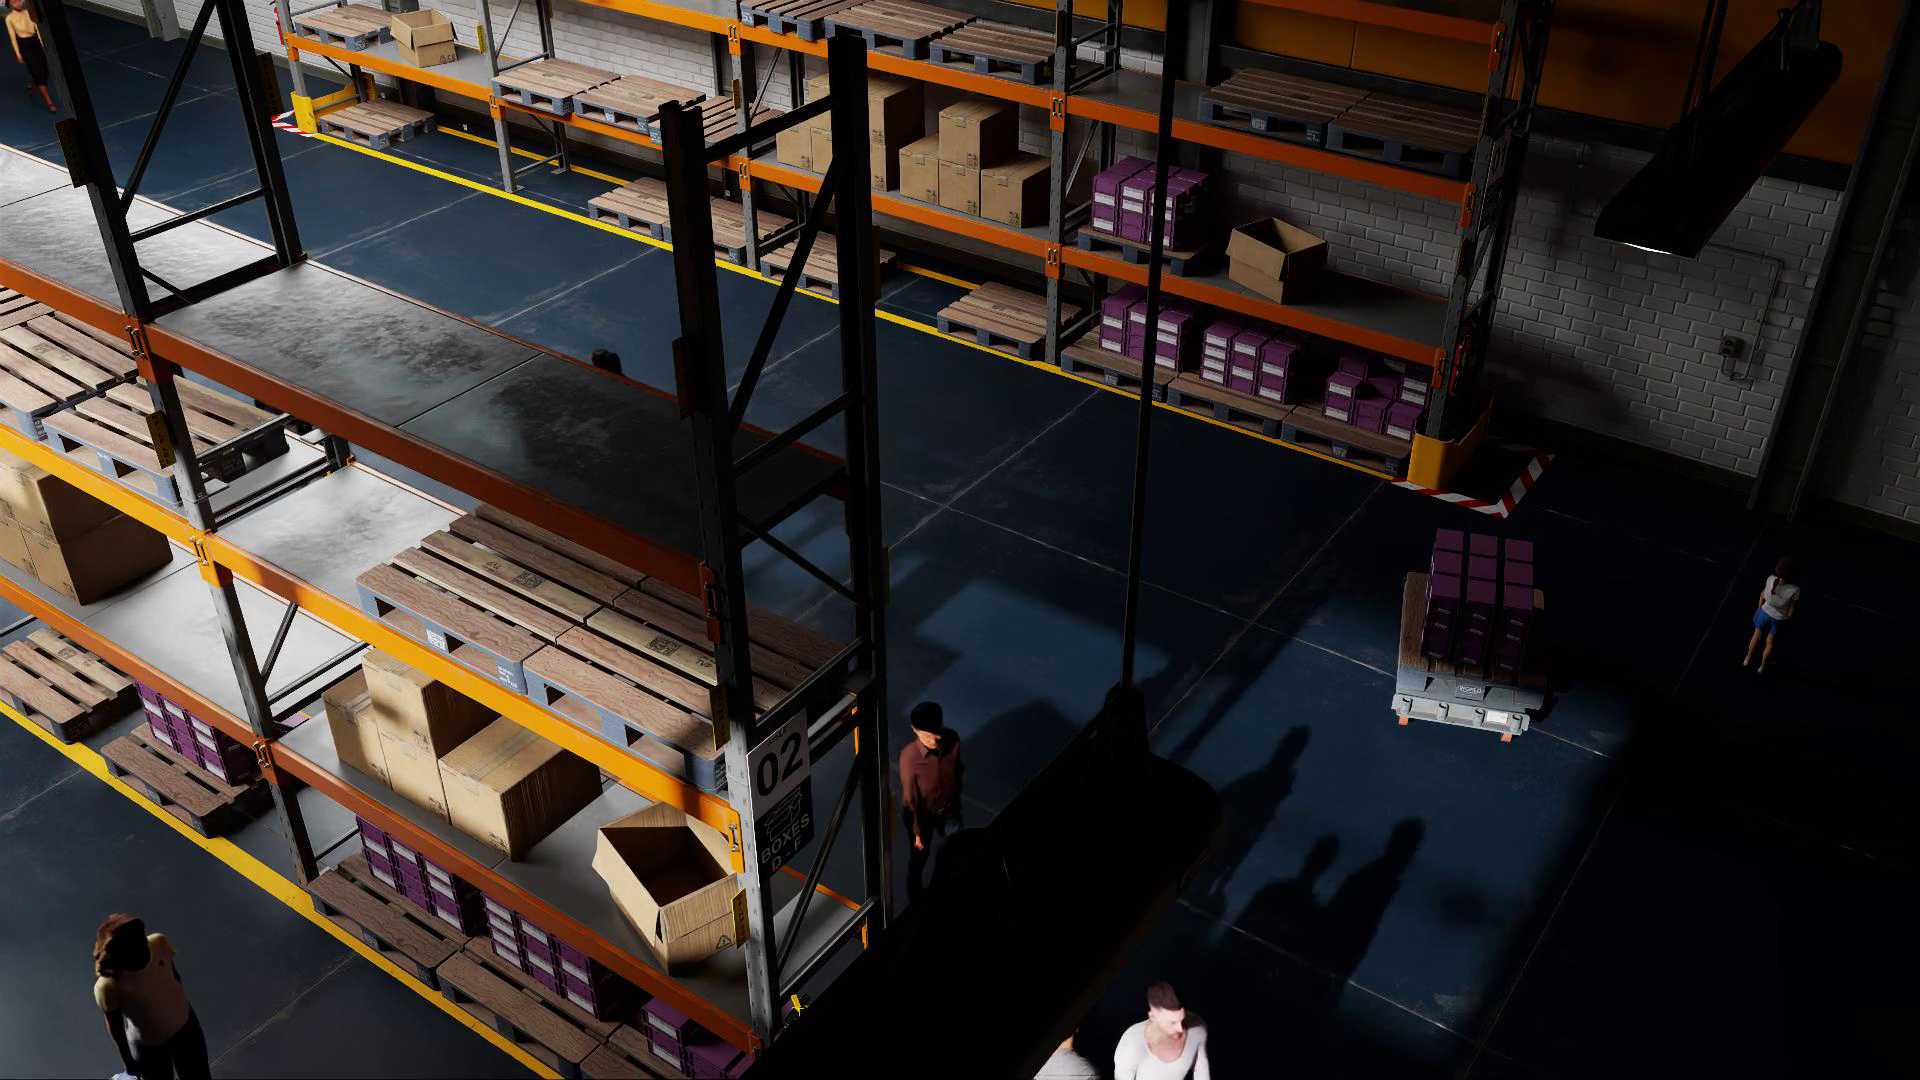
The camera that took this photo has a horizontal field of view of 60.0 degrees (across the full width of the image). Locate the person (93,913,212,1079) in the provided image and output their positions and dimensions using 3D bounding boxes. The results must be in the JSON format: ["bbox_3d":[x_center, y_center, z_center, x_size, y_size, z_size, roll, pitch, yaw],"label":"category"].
[{"bbox_3d":[-4.303,2.589,8.798,1.118,1.702,0.799,13,36,18],"label":"person"}]

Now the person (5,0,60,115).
[{"bbox_3d":[-12.782,-6.700,22.839,0.978,1.628,0.615,18,38,25],"label":"person"}]

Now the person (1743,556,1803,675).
[{"bbox_3d":[6.112,0.548,12.485,0.526,1.019,0.419,-24,41,-32],"label":"person"}]

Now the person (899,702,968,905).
[{"bbox_3d":[-0.240,1.634,10.187,0.764,1.755,0.795,-24,40,-31],"label":"person"}]

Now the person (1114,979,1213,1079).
[{"bbox_3d":[0.954,2.827,8.344,0.978,1.808,1.171,-18,38,-25],"label":"person"}]

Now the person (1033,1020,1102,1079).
[{"bbox_3d":[0.435,2.961,8.220,1.039,1.722,0.791,26,42,34],"label":"person"}]
